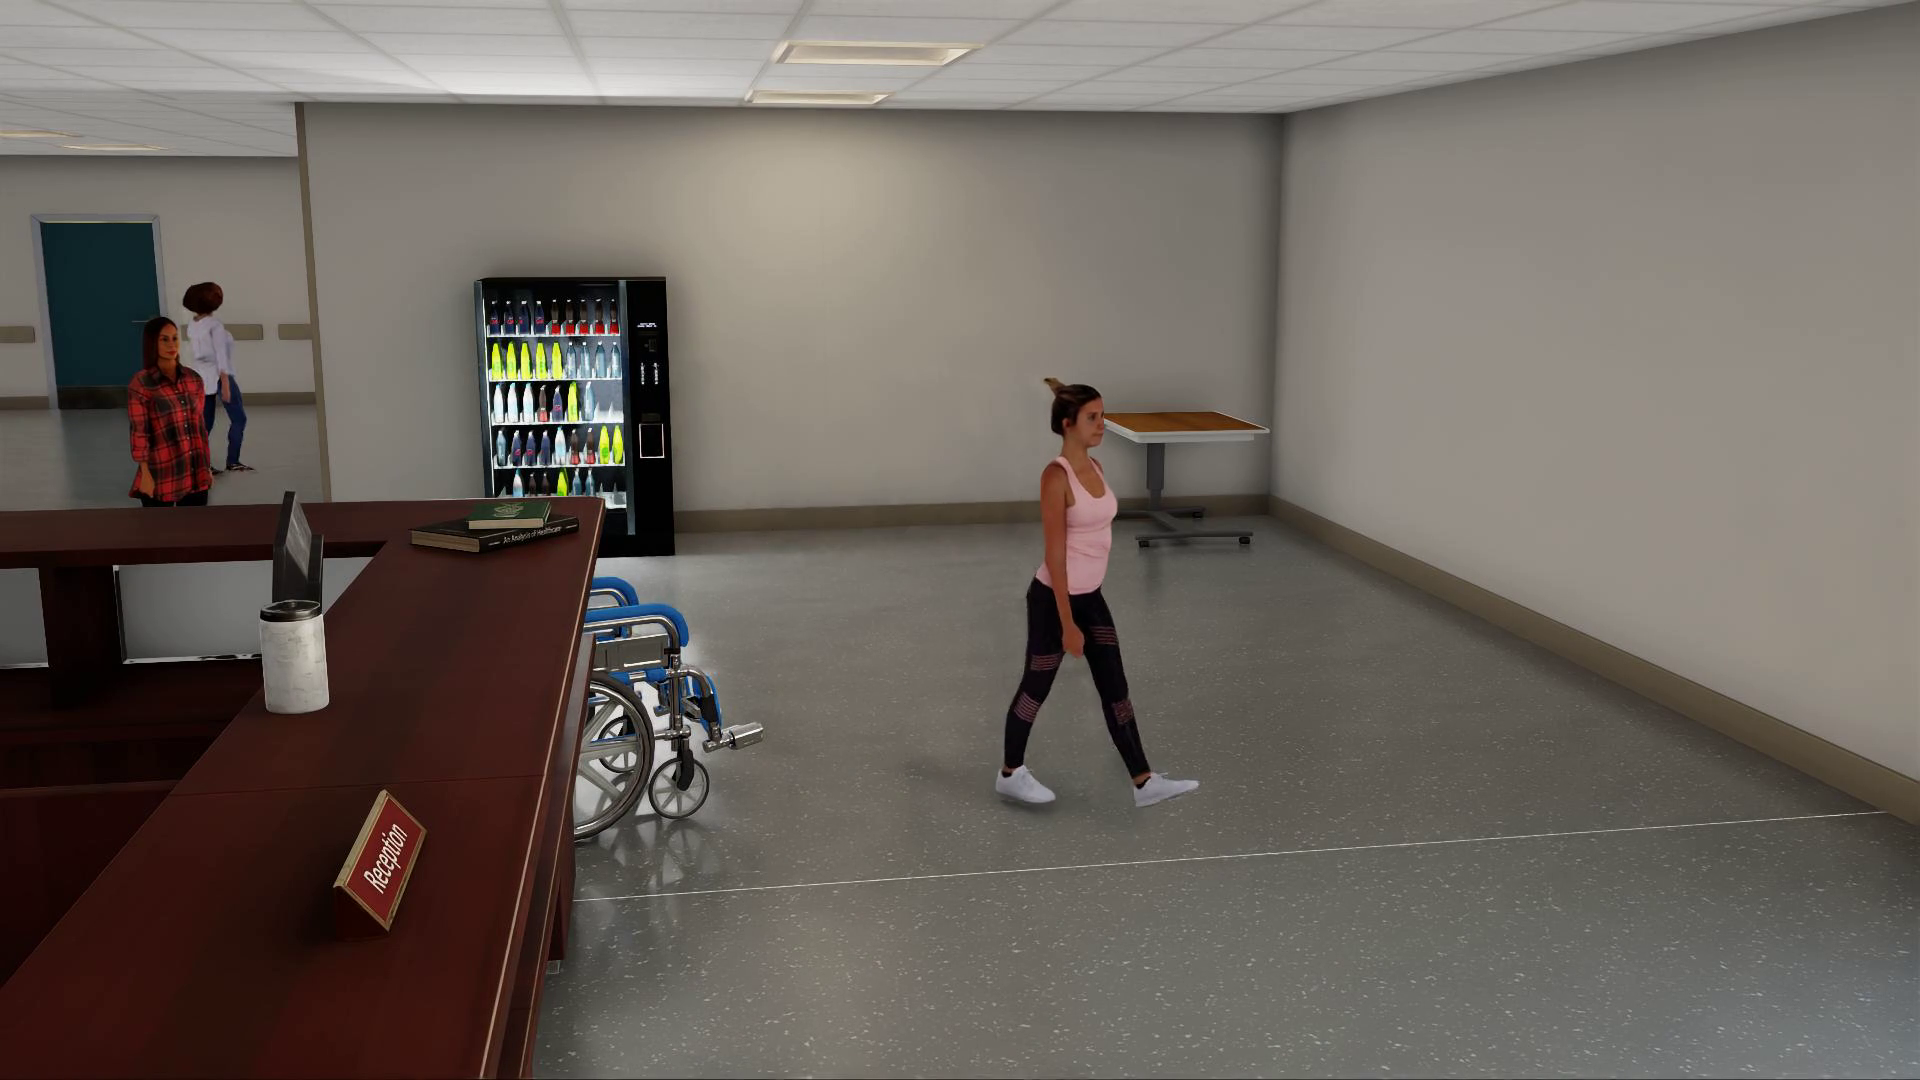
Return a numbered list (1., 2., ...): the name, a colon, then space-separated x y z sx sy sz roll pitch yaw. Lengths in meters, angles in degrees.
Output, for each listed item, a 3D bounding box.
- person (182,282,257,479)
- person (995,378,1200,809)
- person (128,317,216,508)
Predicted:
1. person: -6.533 -1.366 14.351 0.804 1.704 0.871 6 12 29
2. person: 0.332 0.231 6.201 1.064 1.605 1.017 8 13 35
3. person: -4.282 -0.361 9.063 0.741 1.703 0.706 5 12 27
